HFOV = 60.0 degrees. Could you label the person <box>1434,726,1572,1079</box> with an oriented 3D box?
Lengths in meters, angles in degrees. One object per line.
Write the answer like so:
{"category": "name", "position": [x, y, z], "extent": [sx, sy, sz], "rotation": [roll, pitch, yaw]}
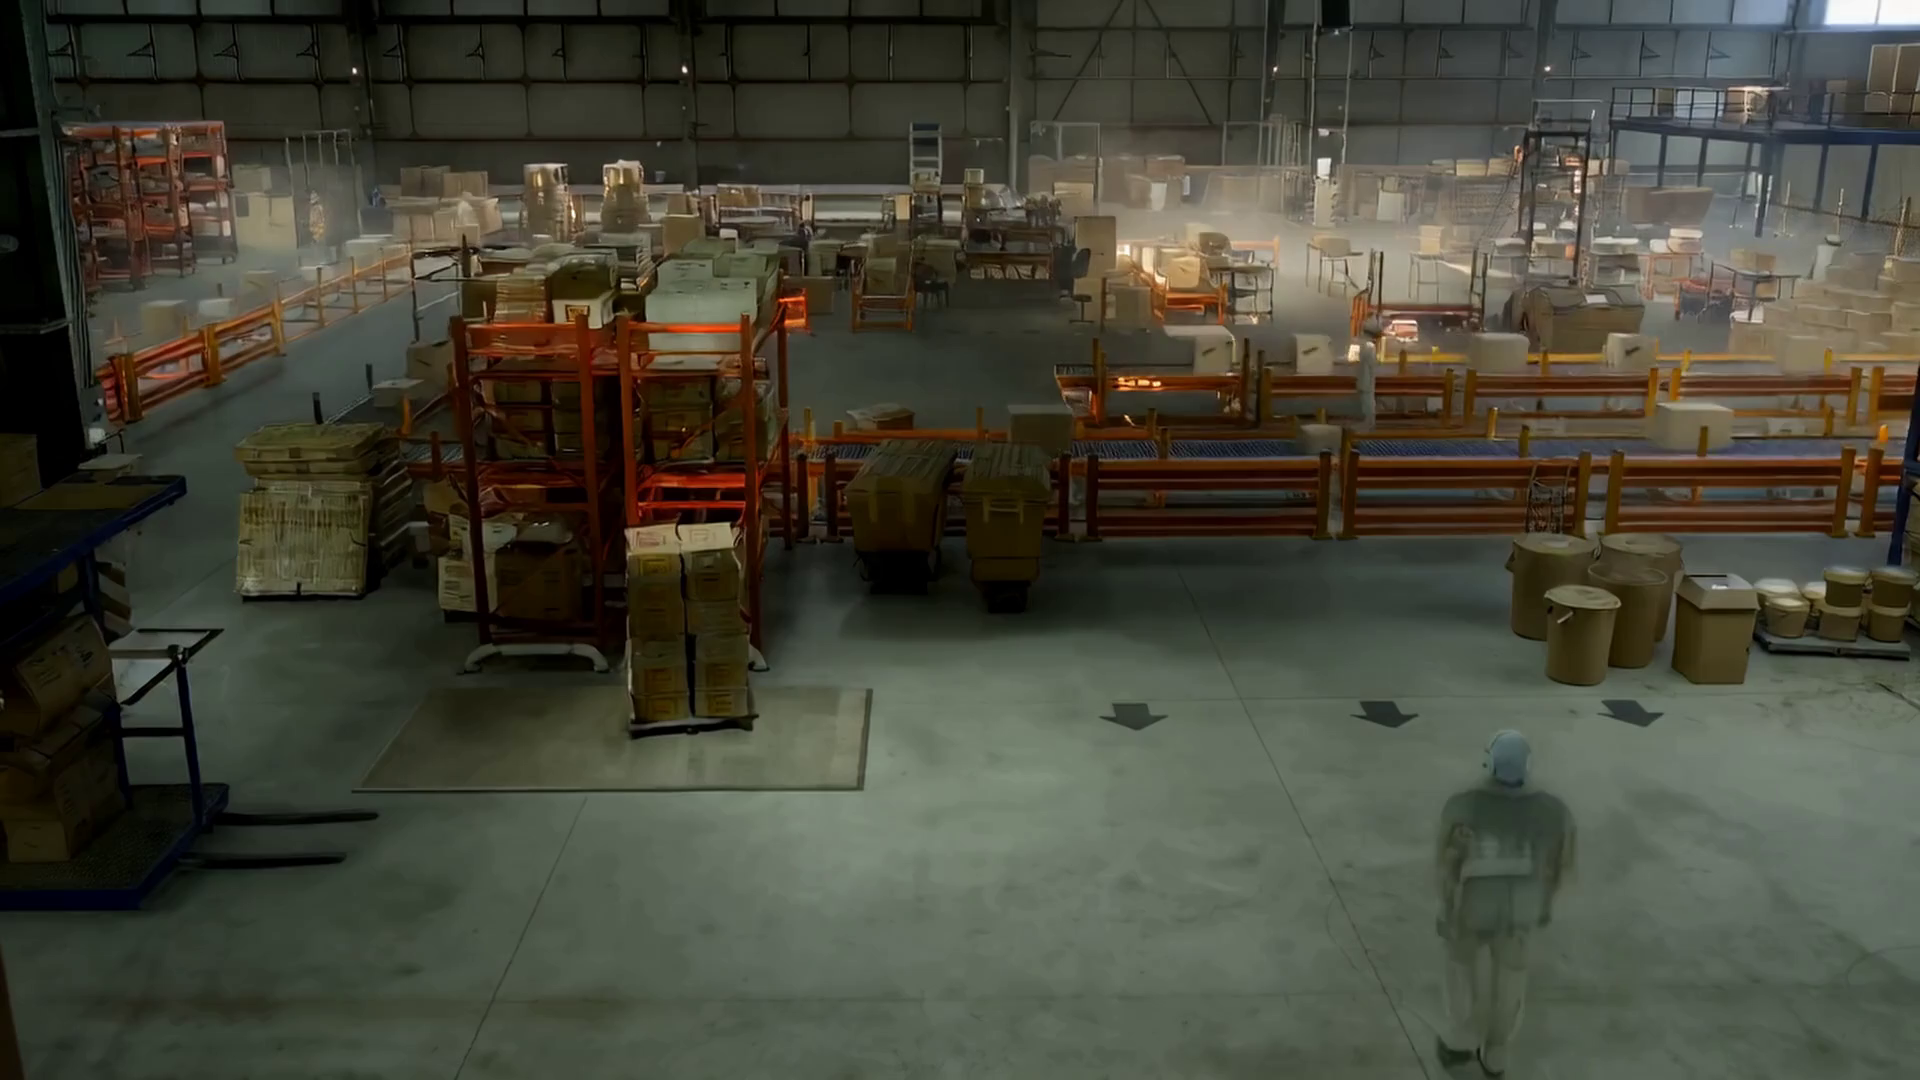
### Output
{"category": "person", "position": [2.713, 1.845, 8.439], "extent": [0.645, 1.893, 0.432], "rotation": [2, 16, 6]}

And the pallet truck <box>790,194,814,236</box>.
{"category": "pallet truck", "position": [-4.814, -9.883, 50.259], "extent": [0.704, 1.261, 1.522], "rotation": [-1, 16, -3]}

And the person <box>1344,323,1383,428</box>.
{"category": "person", "position": [5.349, -2.023, 22.119], "extent": [0.643, 1.746, 0.535], "rotation": [2, 16, 7]}

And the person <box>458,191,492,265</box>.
{"category": "person", "position": [-12.530, -7.998, 42.667], "extent": [0.916, 1.867, 0.667], "rotation": [-11, 19, -34]}

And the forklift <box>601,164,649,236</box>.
{"category": "forklift", "position": [-9.948, -10.127, 49.296], "extent": [1.157, 1.987, 2.680], "rotation": [-1, 16, -3]}

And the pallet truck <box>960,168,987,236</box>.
{"category": "pallet truck", "position": [0.383, -10.230, 50.206], "extent": [0.823, 1.965, 1.885], "rotation": [-1, 16, -3]}

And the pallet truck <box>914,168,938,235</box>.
{"category": "pallet truck", "position": [-0.989, -10.316, 50.507], "extent": [0.823, 1.965, 1.885], "rotation": [1, 16, 3]}

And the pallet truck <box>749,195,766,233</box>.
{"category": "pallet truck", "position": [-6.051, -9.967, 50.660], "extent": [0.680, 1.201, 1.601], "rotation": [0, 16, -1]}

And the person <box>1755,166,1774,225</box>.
{"category": "person", "position": [25.764, -11.028, 53.201], "extent": [0.566, 1.879, 0.354], "rotation": [-8, 18, -26]}

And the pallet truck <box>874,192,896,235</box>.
{"category": "pallet truck", "position": [-2.277, -9.986, 50.594], "extent": [0.653, 1.274, 1.630], "rotation": [0, 16, -1]}

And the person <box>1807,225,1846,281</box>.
{"category": "person", "position": [16.772, -5.067, 32.204], "extent": [0.475, 2.022, 0.637], "rotation": [-13, 21, -38]}

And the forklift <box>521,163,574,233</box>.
{"category": "forklift", "position": [-12.233, -10.122, 49.298], "extent": [1.157, 1.987, 2.680], "rotation": [0, 16, -1]}

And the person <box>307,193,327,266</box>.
{"category": "person", "position": [-16.445, -7.938, 42.530], "extent": [0.404, 1.835, 0.587], "rotation": [-2, 16, -6]}

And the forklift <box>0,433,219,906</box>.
{"category": "forklift", "position": [-5.952, 0.780, 10.366], "extent": [1.873, 2.768, 1.129], "rotation": [0, 16, -1]}
